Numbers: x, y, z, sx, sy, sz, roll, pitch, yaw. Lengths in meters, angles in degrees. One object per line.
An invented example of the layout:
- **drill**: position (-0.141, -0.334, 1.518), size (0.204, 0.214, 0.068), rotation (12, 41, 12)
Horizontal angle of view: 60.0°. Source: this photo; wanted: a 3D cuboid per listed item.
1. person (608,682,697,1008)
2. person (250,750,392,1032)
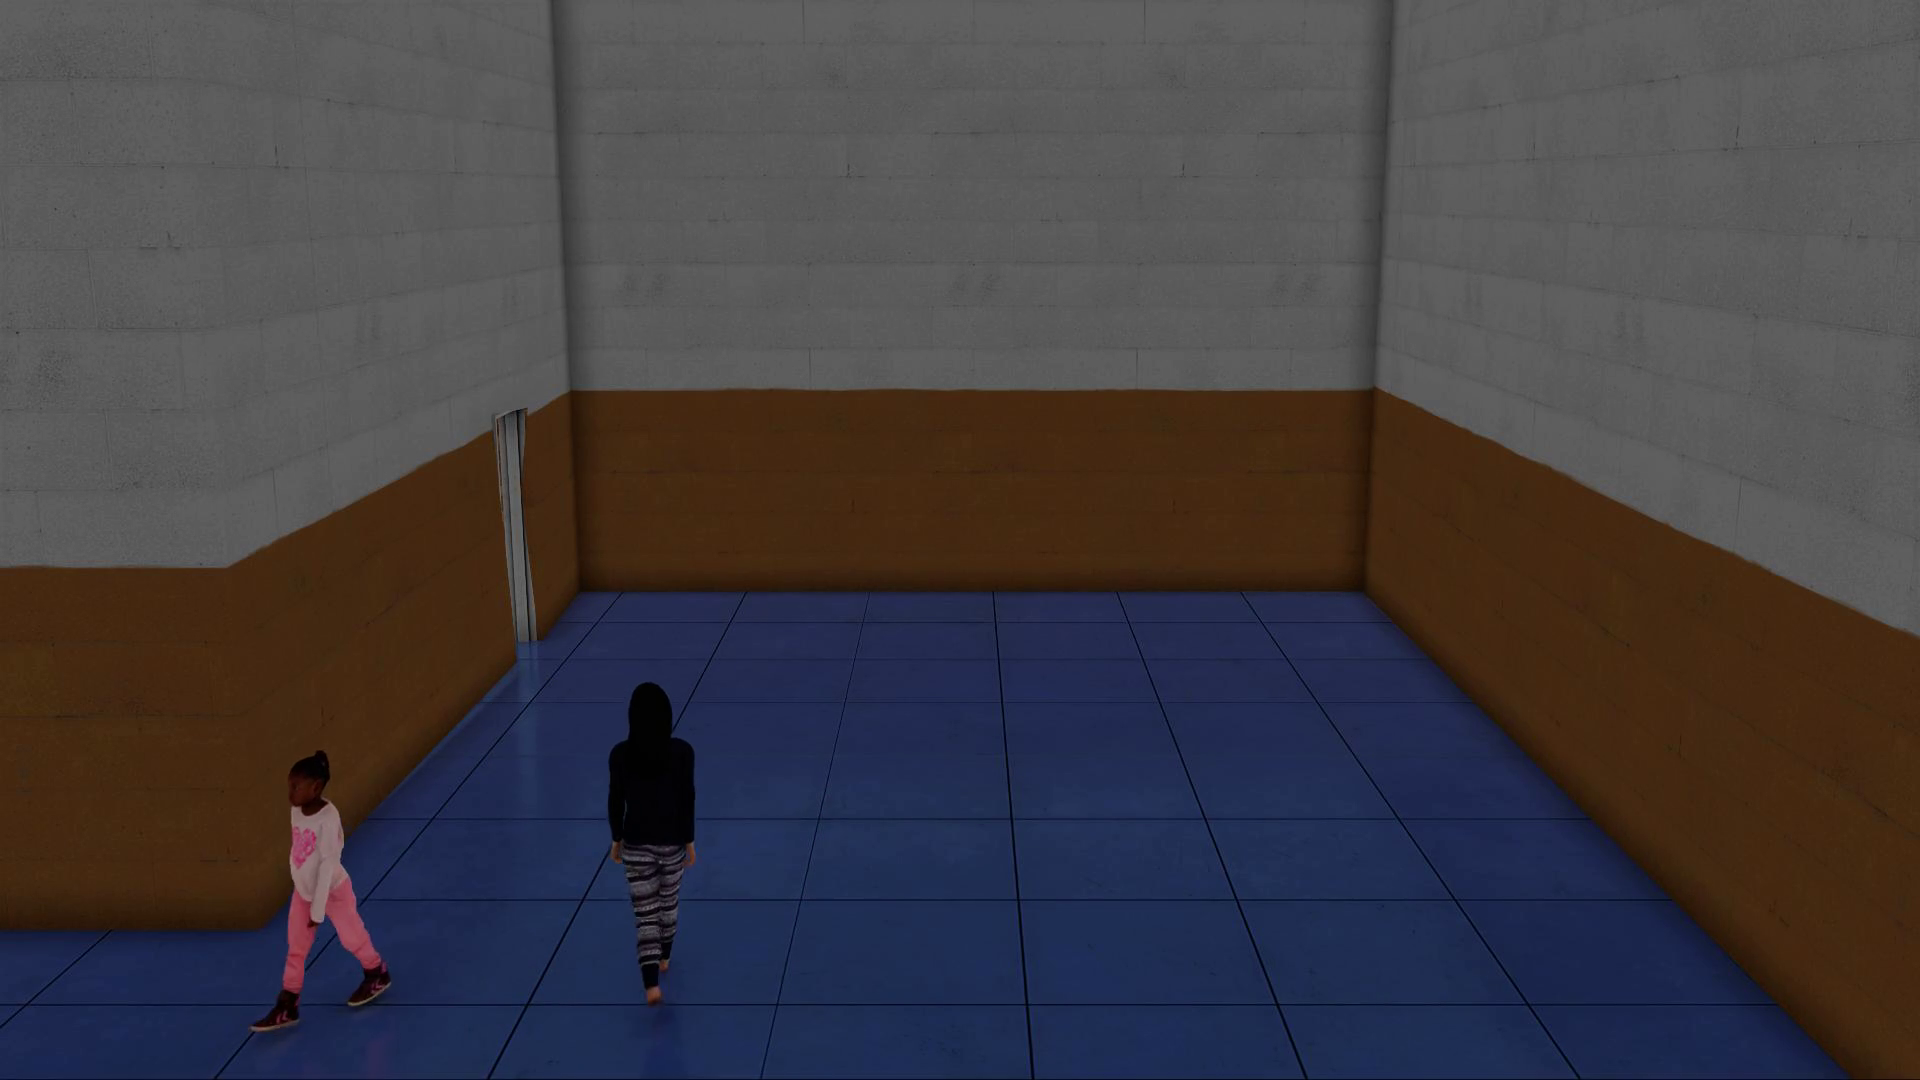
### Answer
- **person**: position (-1.618, 1.620, 8.767), size (1.042, 1.703, 0.805), rotation (-2, 12, -11)
- **person**: position (-3.248, 1.796, 8.636), size (0.988, 1.412, 0.921), rotation (7, 14, 31)
